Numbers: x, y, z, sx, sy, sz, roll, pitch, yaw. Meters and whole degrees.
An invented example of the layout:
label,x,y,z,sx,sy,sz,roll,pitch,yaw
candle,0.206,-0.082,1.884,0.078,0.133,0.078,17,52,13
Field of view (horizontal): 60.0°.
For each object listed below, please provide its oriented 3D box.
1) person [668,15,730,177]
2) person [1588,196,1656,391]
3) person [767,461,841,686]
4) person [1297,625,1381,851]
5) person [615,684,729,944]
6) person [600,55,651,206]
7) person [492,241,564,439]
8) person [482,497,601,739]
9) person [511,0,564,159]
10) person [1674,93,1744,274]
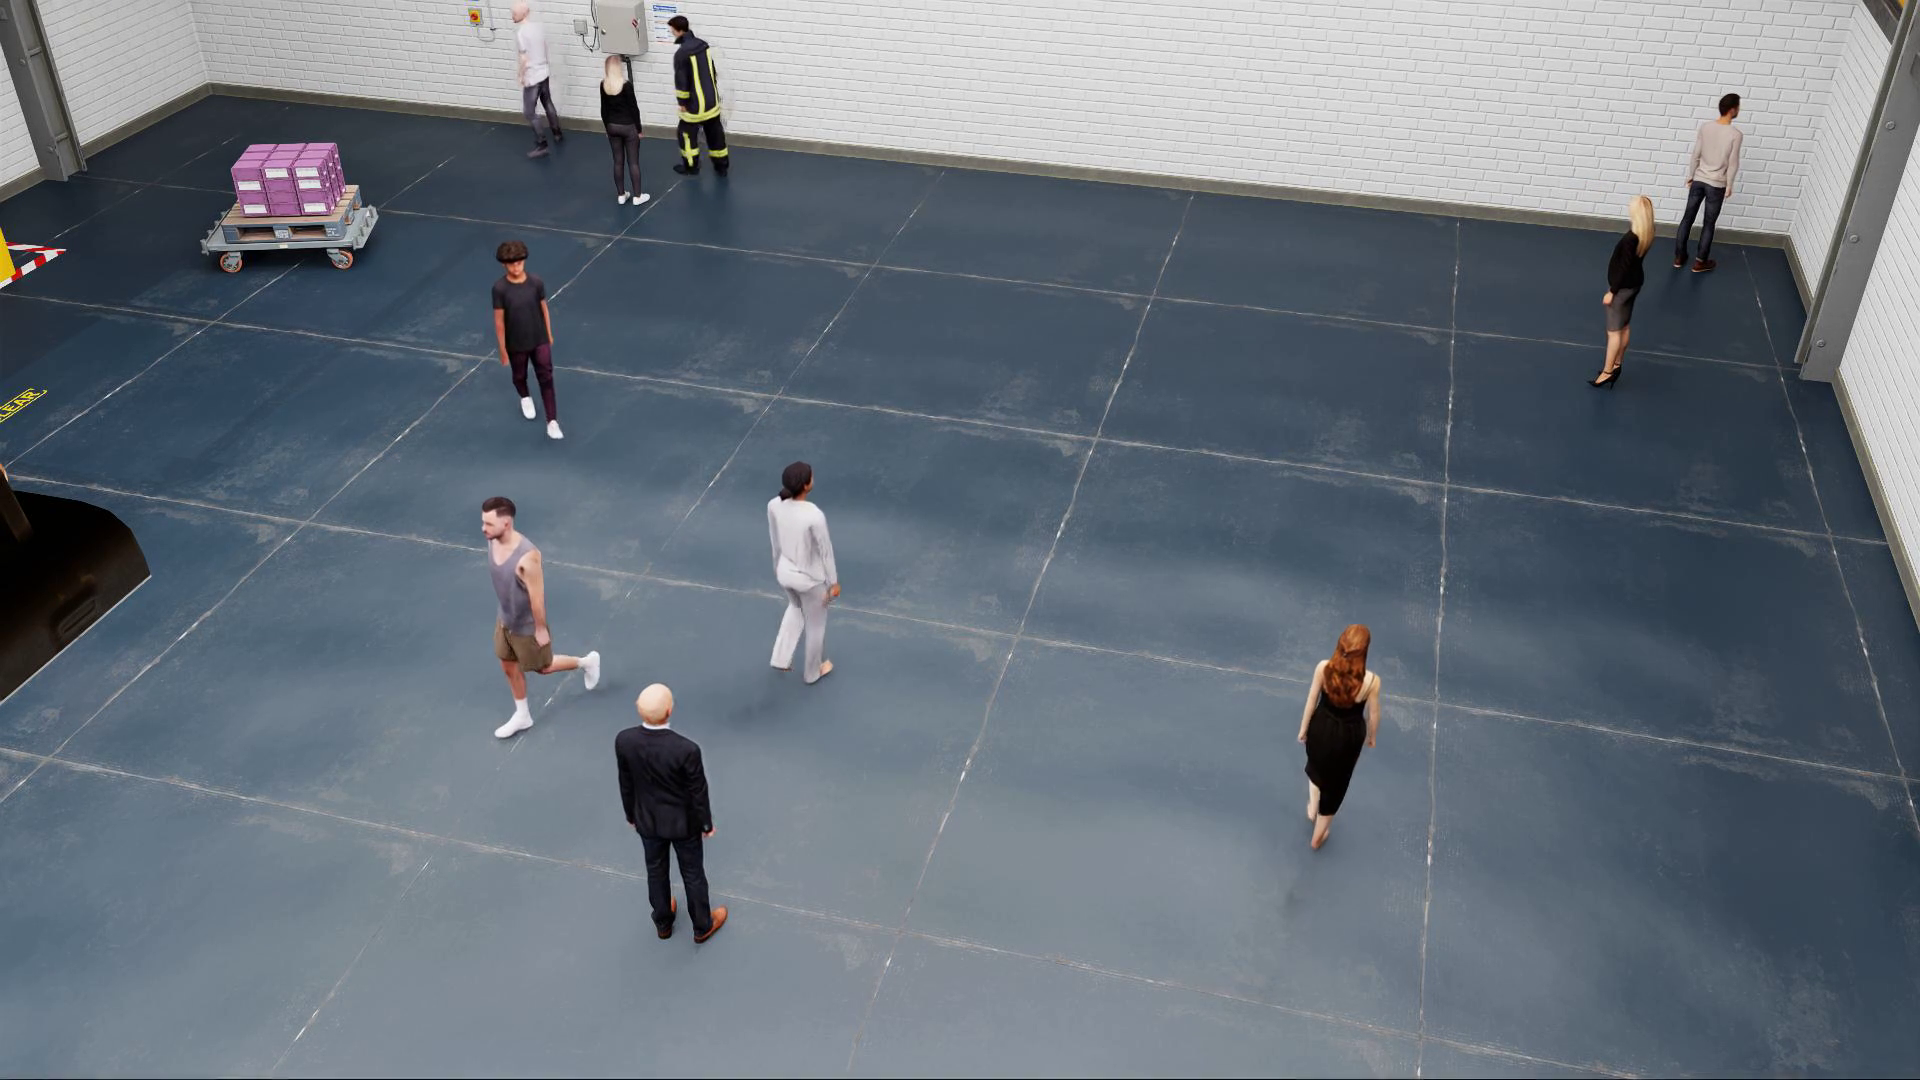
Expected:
label,x,y,z,sx,sy,sz,roll,pitch,yaw
person,-2.994,-5.130,19.329,1.120,1.885,0.925,25,41,33
person,5.996,-2.228,15.004,0.751,1.841,0.633,26,42,34
person,-1.124,0.280,11.337,0.778,1.722,0.837,24,41,32
person,2.237,1.232,10.007,0.661,1.609,0.707,15,36,21
person,-1.641,1.553,9.352,0.666,1.800,0.569,7,34,11
person,-3.805,-4.612,18.730,0.616,1.685,0.542,10,35,15
person,-3.785,-1.781,14.424,1.086,1.738,1.203,-14,36,-20
person,-2.810,0.468,10.987,0.930,1.821,1.170,26,42,34
person,-5.103,-5.611,20.117,1.091,1.816,0.524,14,36,20
person,7.741,-3.691,17.181,0.768,1.866,0.743,-25,41,-32
